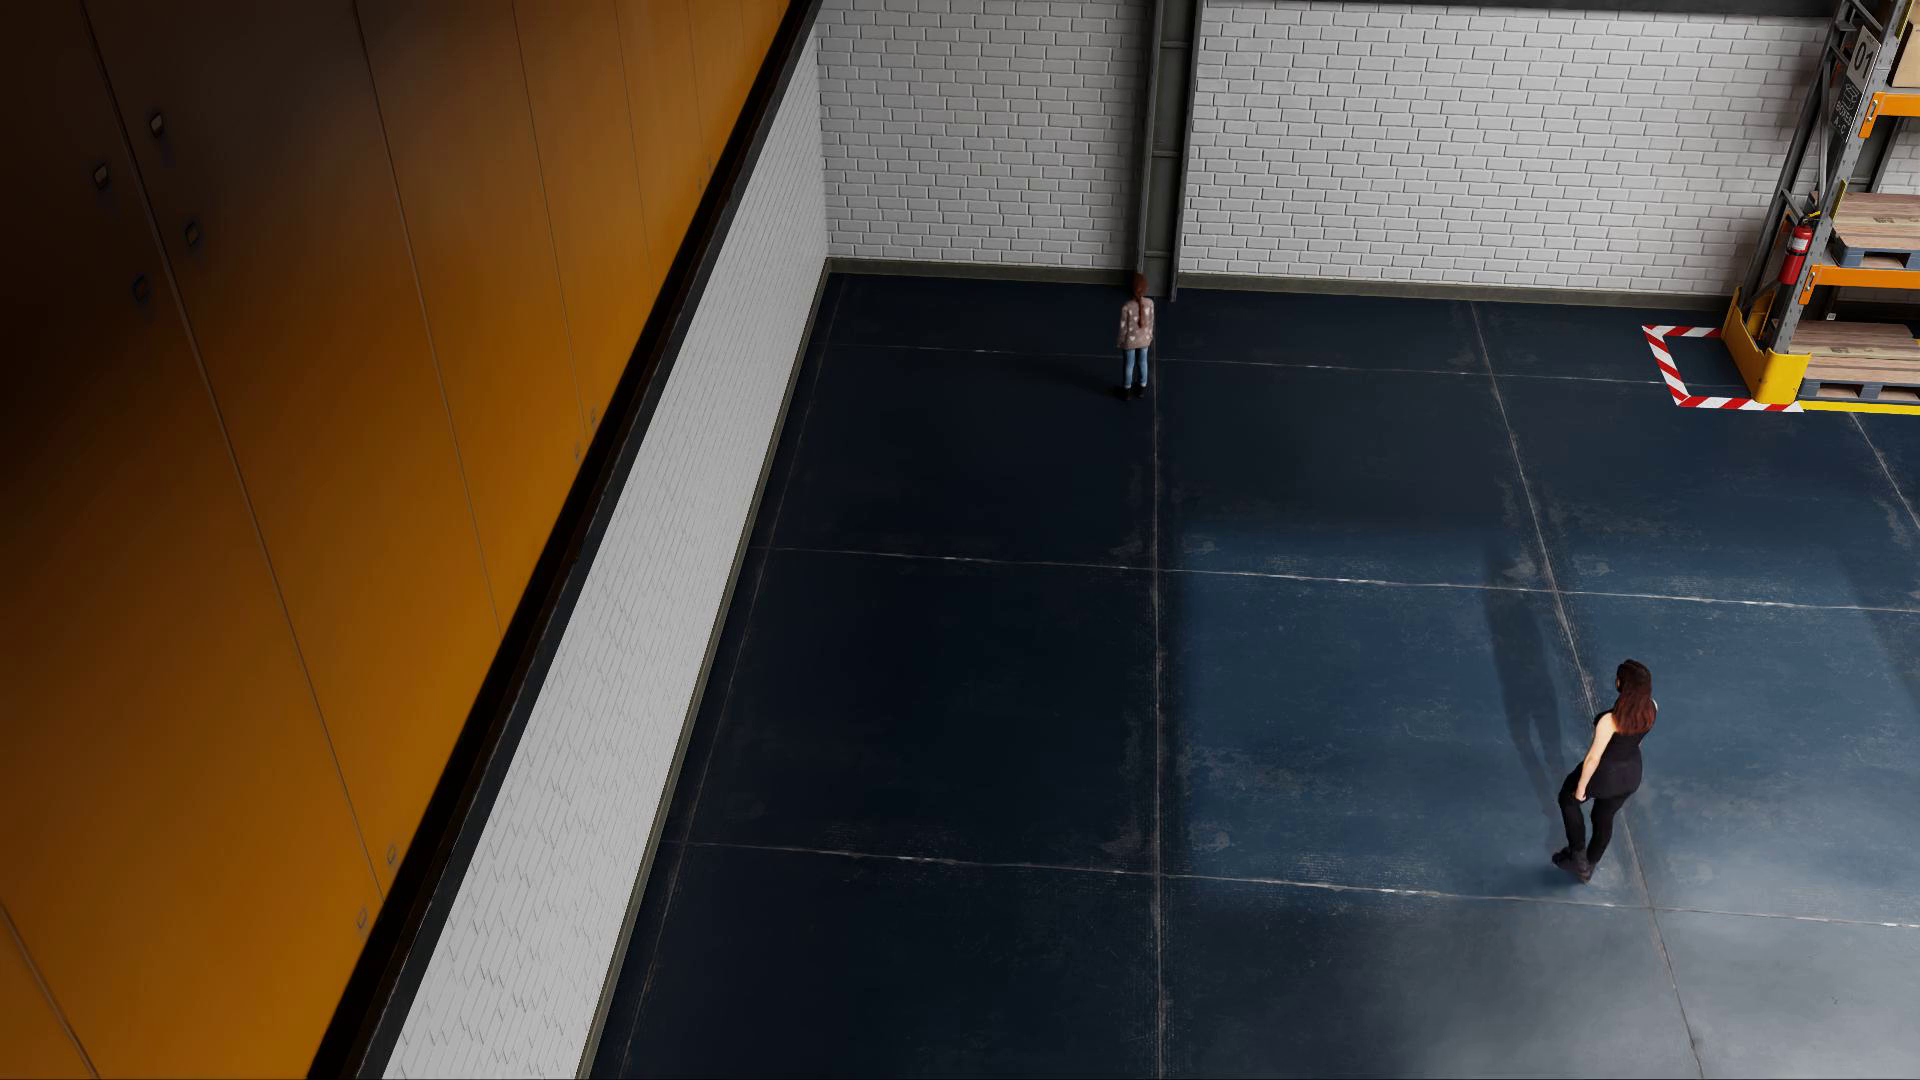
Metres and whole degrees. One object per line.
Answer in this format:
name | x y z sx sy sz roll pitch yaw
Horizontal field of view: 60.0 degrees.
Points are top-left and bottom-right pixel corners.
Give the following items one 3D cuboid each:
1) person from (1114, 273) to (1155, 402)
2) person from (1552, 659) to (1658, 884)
person | 1.500 -1.729 14.201 0.502 1.193 0.606 -10 40 -13
person | 3.878 1.445 9.837 0.659 1.680 0.757 -11 40 -14
